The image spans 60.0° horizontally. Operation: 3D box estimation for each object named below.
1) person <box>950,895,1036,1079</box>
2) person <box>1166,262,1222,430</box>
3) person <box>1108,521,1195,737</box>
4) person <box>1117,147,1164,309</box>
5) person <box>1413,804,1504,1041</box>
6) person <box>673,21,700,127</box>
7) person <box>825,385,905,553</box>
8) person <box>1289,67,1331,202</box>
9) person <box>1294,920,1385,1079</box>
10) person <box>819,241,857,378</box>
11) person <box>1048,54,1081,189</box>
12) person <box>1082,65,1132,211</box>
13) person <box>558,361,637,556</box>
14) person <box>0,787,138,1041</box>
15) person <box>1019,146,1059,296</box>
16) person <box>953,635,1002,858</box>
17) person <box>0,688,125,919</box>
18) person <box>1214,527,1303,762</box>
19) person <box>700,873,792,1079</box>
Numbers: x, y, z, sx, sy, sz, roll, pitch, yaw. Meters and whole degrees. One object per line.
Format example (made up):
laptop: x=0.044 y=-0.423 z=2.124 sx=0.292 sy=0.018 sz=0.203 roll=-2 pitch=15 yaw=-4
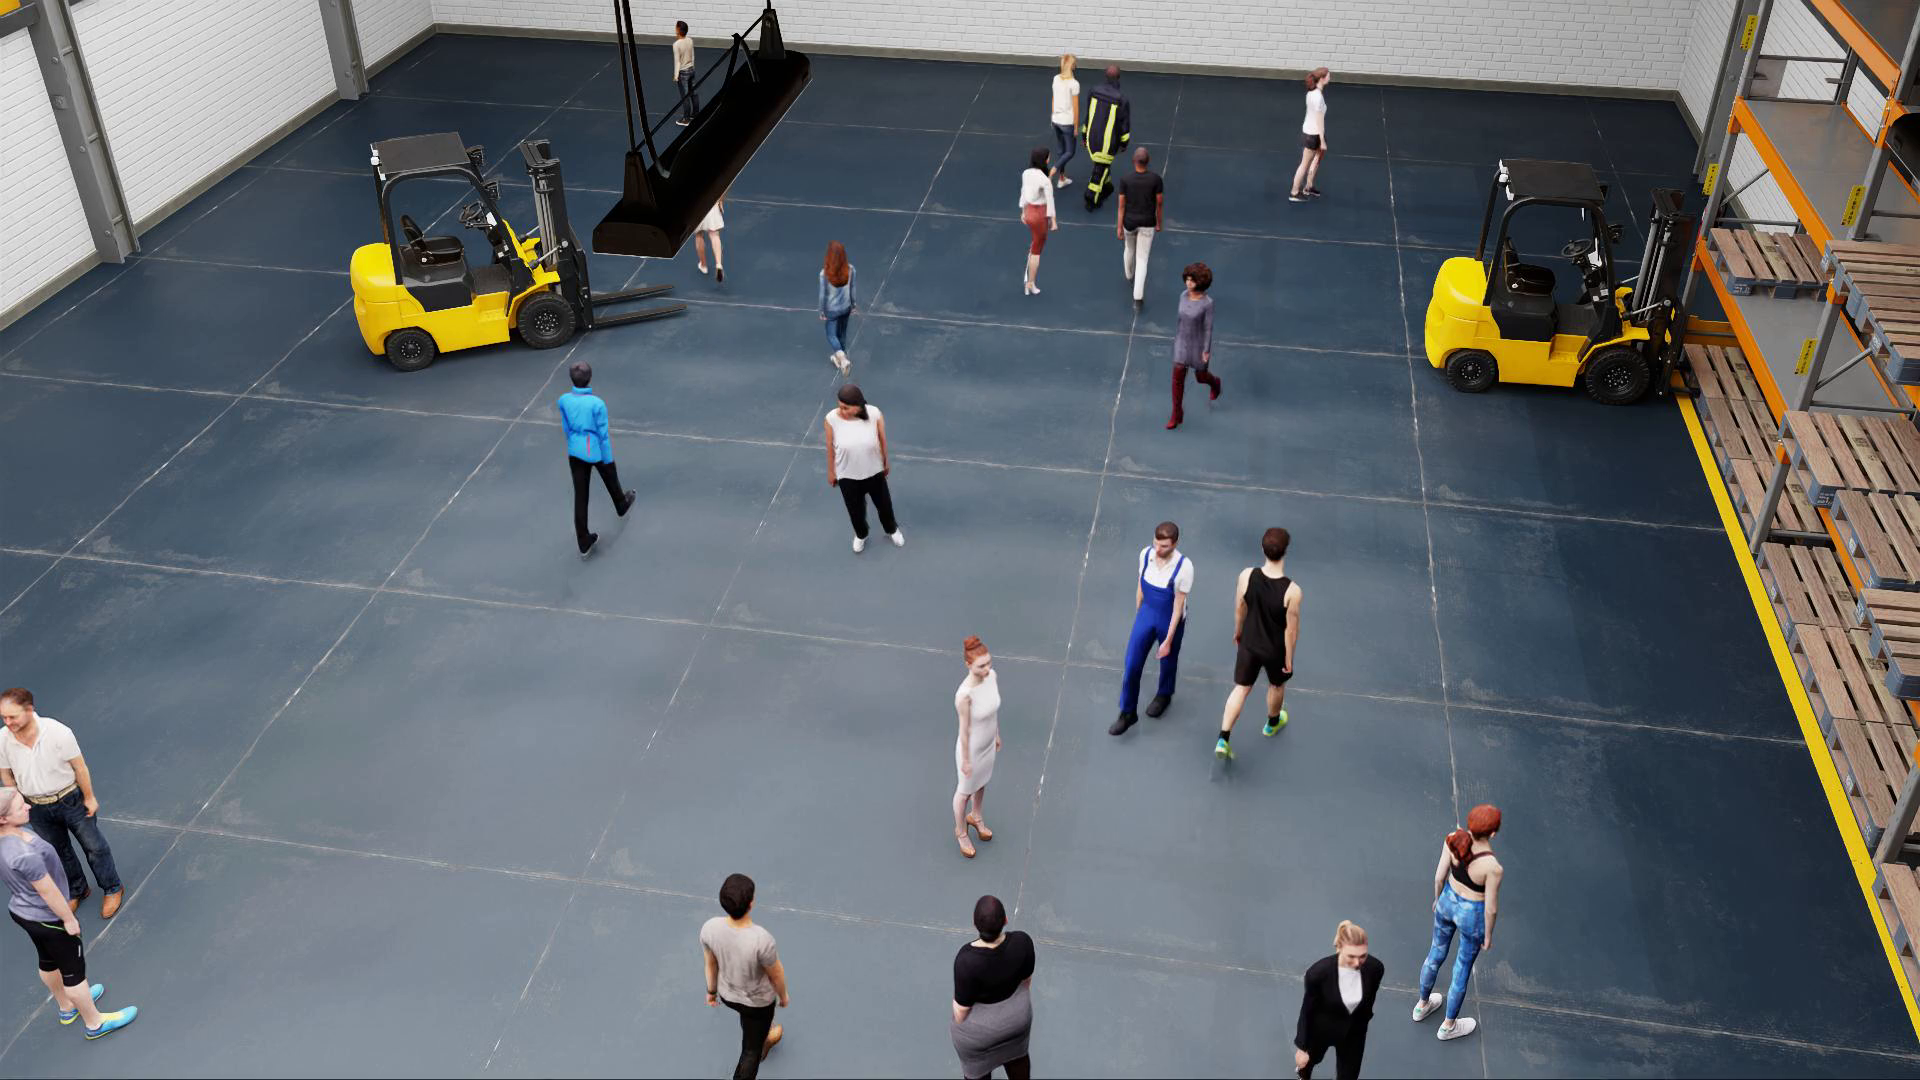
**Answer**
person: x=0.191 y=2.687 z=9.349 sx=0.779 sy=1.756 sz=0.817 roll=-16 pitch=37 yaw=-22
person: x=2.343 y=-1.919 z=16.342 sx=0.946 sy=1.687 sz=1.106 roll=28 pitch=43 yaw=36
person: x=1.567 y=0.571 z=12.470 sx=0.843 sy=1.827 sz=1.043 roll=19 pitch=38 yaw=26
person: x=2.008 y=-3.451 z=18.590 sx=0.654 sy=1.751 sz=1.223 roll=6 pitch=34 yaw=9
person: x=3.001 y=2.267 z=9.956 sx=0.735 sy=1.785 sz=0.678 roll=-23 pitch=40 yaw=-30
person: x=-3.902 y=-6.649 z=23.658 sx=0.685 sy=1.464 sz=0.560 roll=20 pitch=38 yaw=27
person: x=-0.831 y=-0.639 z=14.440 sx=0.881 sy=1.660 sz=0.785 roll=-12 pitch=36 yaw=-18
person: x=4.383 y=-5.128 z=21.126 sx=0.690 sy=1.735 sz=0.644 roll=1 pitch=34 yaw=2
person: x=2.080 y=2.719 z=9.386 sx=0.838 sy=1.664 sz=1.108 roll=-4 pitch=34 yaw=-5
person: x=-1.246 y=-2.380 z=17.237 sx=0.834 sy=1.464 sz=0.942 roll=-14 pitch=36 yaw=-20
person: x=1.285 y=-5.308 z=21.350 sx=0.938 sy=1.786 sz=1.058 roll=29 pitch=43 yaw=36
person: x=1.772 y=-5.029 z=20.936 sx=0.999 sy=1.781 sz=1.113 roll=21 pitch=39 yaw=28
person: x=-3.259 y=-0.667 z=14.411 sx=0.687 sy=1.739 sz=1.142 roll=8 pitch=34 yaw=12
person: x=-5.467 y=2.228 z=9.927 sx=0.749 sy=1.882 sz=0.740 roll=22 pitch=39 yaw=29
person: x=0.809 y=-3.569 z=18.775 sx=0.785 sy=1.741 sz=0.716 roll=-18 pitch=38 yaw=-25
person: x=0.107 y=1.398 z=11.256 sx=0.700 sy=1.793 sz=0.562 roll=22 pitch=39 yaw=29
person: x=-5.849 y=1.675 z=10.784 sx=0.723 sy=1.854 sz=0.654 roll=-3 pitch=34 yaw=-4
person: x=2.164 y=0.803 z=12.085 sx=0.961 sy=1.865 sz=1.237 roll=19 pitch=38 yaw=26
person: x=-1.258 y=2.641 z=9.477 sx=0.796 sy=1.691 sz=1.170 roll=14 pitch=36 yaw=20
